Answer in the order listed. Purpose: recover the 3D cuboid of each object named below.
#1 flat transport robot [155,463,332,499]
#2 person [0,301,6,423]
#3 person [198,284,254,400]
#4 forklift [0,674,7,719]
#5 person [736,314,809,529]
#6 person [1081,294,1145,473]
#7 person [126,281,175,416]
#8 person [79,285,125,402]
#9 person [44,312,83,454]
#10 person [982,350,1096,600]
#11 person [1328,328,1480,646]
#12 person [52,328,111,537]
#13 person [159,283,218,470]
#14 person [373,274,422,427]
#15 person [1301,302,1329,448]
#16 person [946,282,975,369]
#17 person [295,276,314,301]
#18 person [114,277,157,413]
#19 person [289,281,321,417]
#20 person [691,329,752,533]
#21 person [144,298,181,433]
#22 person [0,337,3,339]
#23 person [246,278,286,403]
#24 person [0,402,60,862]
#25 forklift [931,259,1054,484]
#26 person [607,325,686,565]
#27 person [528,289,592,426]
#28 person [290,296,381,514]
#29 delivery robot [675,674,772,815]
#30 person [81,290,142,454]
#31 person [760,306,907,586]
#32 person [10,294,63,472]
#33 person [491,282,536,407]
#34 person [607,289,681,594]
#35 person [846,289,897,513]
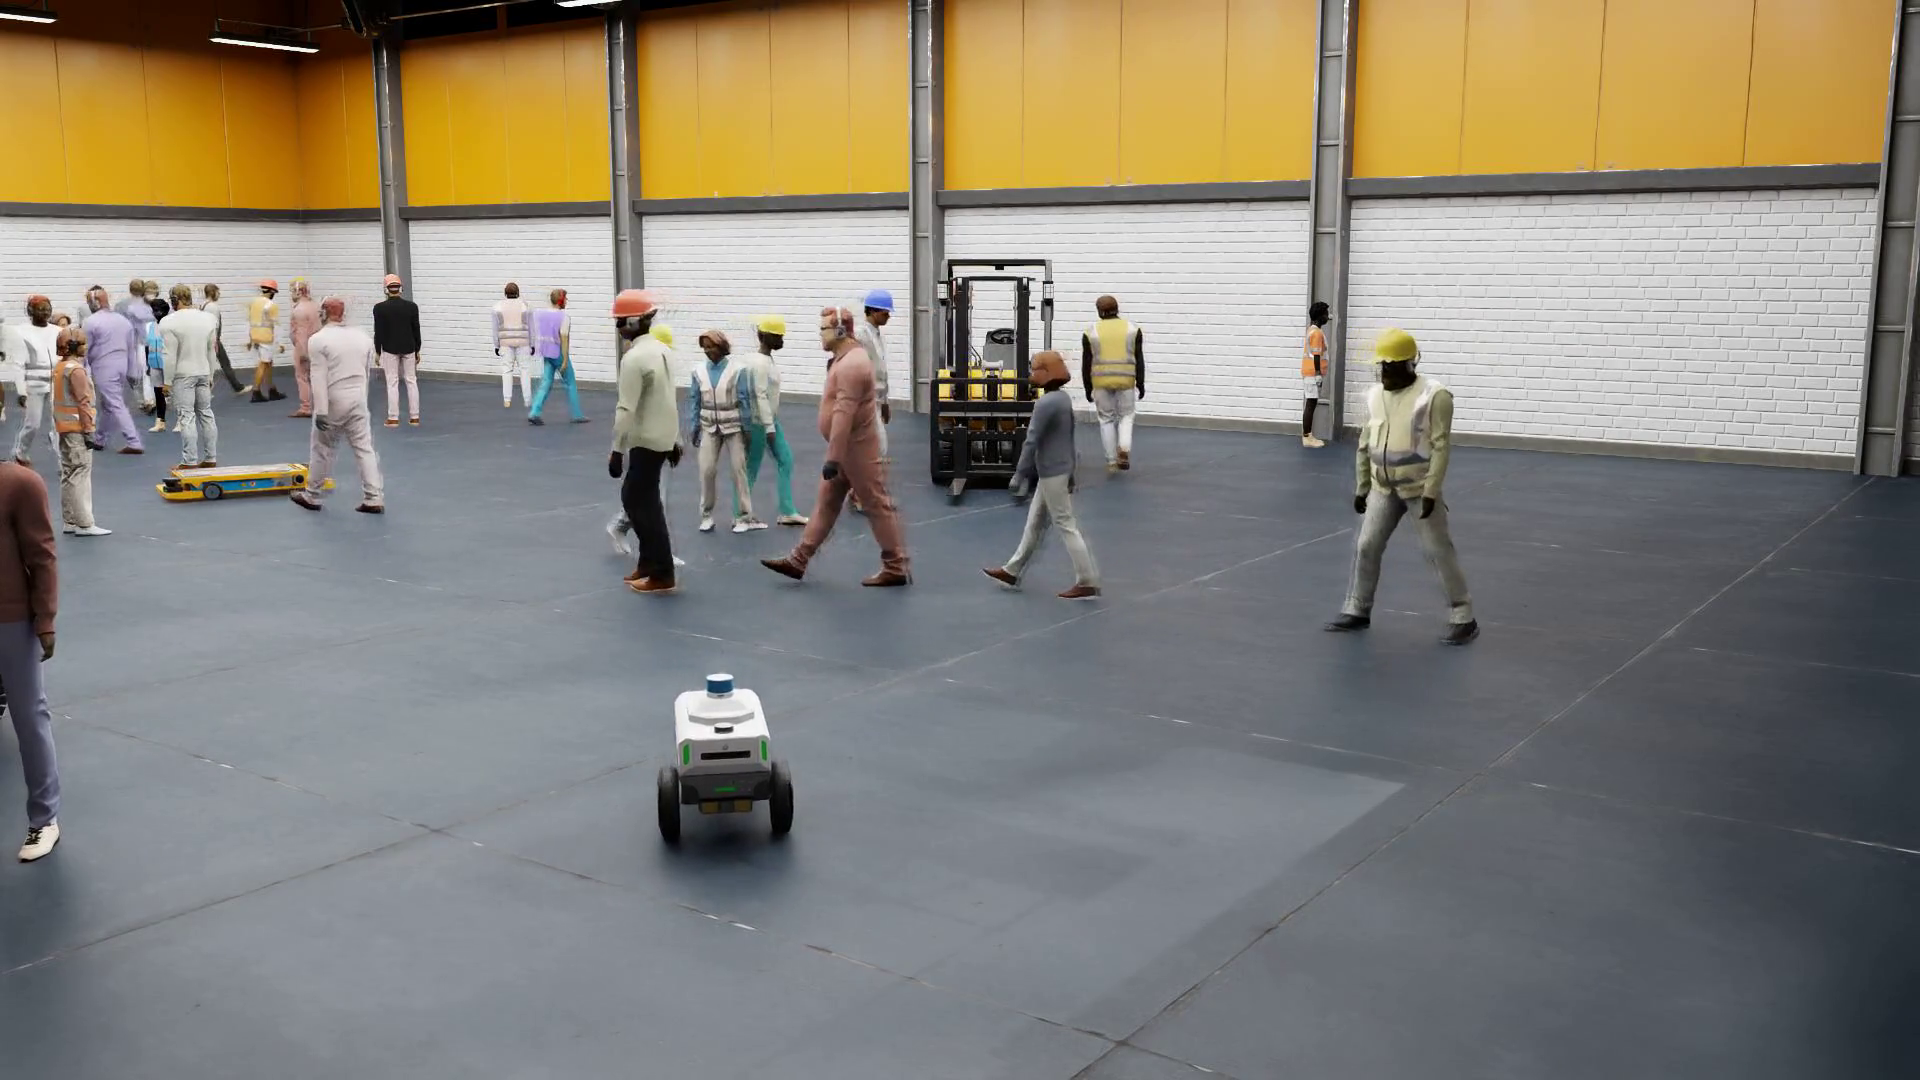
[{"bbox_3d":[-6.648,-0.557,15.438,1.431,0.197,0.652,-6,11,-32],"label":"flat transport robot"},{"bbox_3d":[-13.011,-2.559,22.094,0.374,2.042,0.615,6,11,33],"label":"person"},{"bbox_3d":[-11.606,-3.092,26.009,0.530,1.791,0.970,7,12,37],"label":"person"},{"bbox_3d":[-5.296,-0.090,6.943,1.214,2.155,2.313,7,12,35],"label":"forklift"},{"bbox_3d":[-1.479,-0.935,13.320,0.738,1.729,0.568,1,10,6],"label":"person"},{"bbox_3d":[1.549,-1.569,16.859,0.653,1.824,0.495,0,10,2],"label":"person"},{"bbox_3d":[-11.384,-2.705,23.458,0.641,1.869,1.062,-4,10,-20],"label":"person"},{"bbox_3d":[-12.639,-2.809,24.311,0.597,1.809,1.013,0,10,-2],"label":"person"},{"bbox_3d":[-9.735,-1.651,17.958,0.603,1.618,0.518,5,11,29],"label":"person"},{"bbox_3d":[0.521,-0.417,10.688,0.849,1.588,0.503,3,10,20],"label":"person"},{"bbox_3d":[2.546,-0.307,9.497,0.516,1.784,0.754,-8,12,-39],"label":"person"},{"bbox_3d":[-6.954,-0.846,13.096,0.521,1.639,0.311,9,13,44],"label":"person"},{"bbox_3d":[-7.851,-1.638,16.929,0.373,1.938,0.630,4,10,23],"label":"person"},{"bbox_3d":[-7.346,-2.467,21.720,0.610,1.986,0.392,-7,12,-36],"label":"person"},{"bbox_3d":[4.125,-1.918,19.334,0.320,1.694,0.531,2,10,9],"label":"person"},{"bbox_3d":[0.001,-2.074,19.526,0.375,1.935,0.551,3,10,17],"label":"person"},{"bbox_3d":[-12.011,-3.899,30.601,0.377,1.877,0.696,-3,10,-18],"label":"person"},{"bbox_3d":[-11.622,-2.753,23.603,0.646,1.938,0.415,-1,10,-8],"label":"person"},{"bbox_3d":[-8.960,-2.627,22.963,0.566,1.887,0.654,1,10,3],"label":"person"},{"bbox_3d":[-1.895,-0.853,13.196,0.520,1.620,0.408,3,10,18],"label":"person"},{"bbox_3d":[-9.990,-2.182,20.891,0.531,1.693,0.320,1,10,7],"label":"person"},{"bbox_3d":[-5.424,-0.313,9.073,0.493,1.924,0.564,-5,11,-27],"label":"person"},{"bbox_3d":[-10.613,-3.060,25.543,0.570,1.881,0.799,5,11,28],"label":"person"},{"bbox_3d":[-3.502,0.291,5.962,0.523,1.763,0.329,0,10,3],"label":"person"},{"bbox_3d":[0.370,-1.738,16.759,1.214,2.155,2.313,1,10,3],"label":"forklift"},{"bbox_3d":[-2.271,-0.690,11.972,0.685,1.712,0.494,3,10,19],"label":"person"},{"bbox_3d":[-5.331,-2.407,21.917,0.566,1.805,0.930,6,11,33],"label":"person"},{"bbox_3d":[-5.378,-1.155,14.299,0.976,1.855,0.670,6,11,31],"label":"person"},{"bbox_3d":[-0.927,0.764,6.452,0.477,0.478,0.707,-2,10,-11],"label":"delivery robot"},{"bbox_3d":[-9.609,-1.884,18.690,1.008,1.843,0.624,2,10,13],"label":"person"},{"bbox_3d":[-0.828,-0.597,10.962,1.016,1.854,0.650,-2,10,-9],"label":"person"},{"bbox_3d":[-9.134,-1.518,16.510,0.935,1.854,0.581,6,11,33],"label":"person"},{"bbox_3d":[-6.608,-2.890,24.668,0.627,1.844,0.429,-2,10,-12],"label":"person"},{"bbox_3d":[-2.090,-0.623,10.747,0.593,1.974,0.643,2,10,11],"label":"person"},{"bbox_3d":[-0.763,-1.174,14.208,0.476,1.919,0.626,3,10,15],"label":"person"}]
